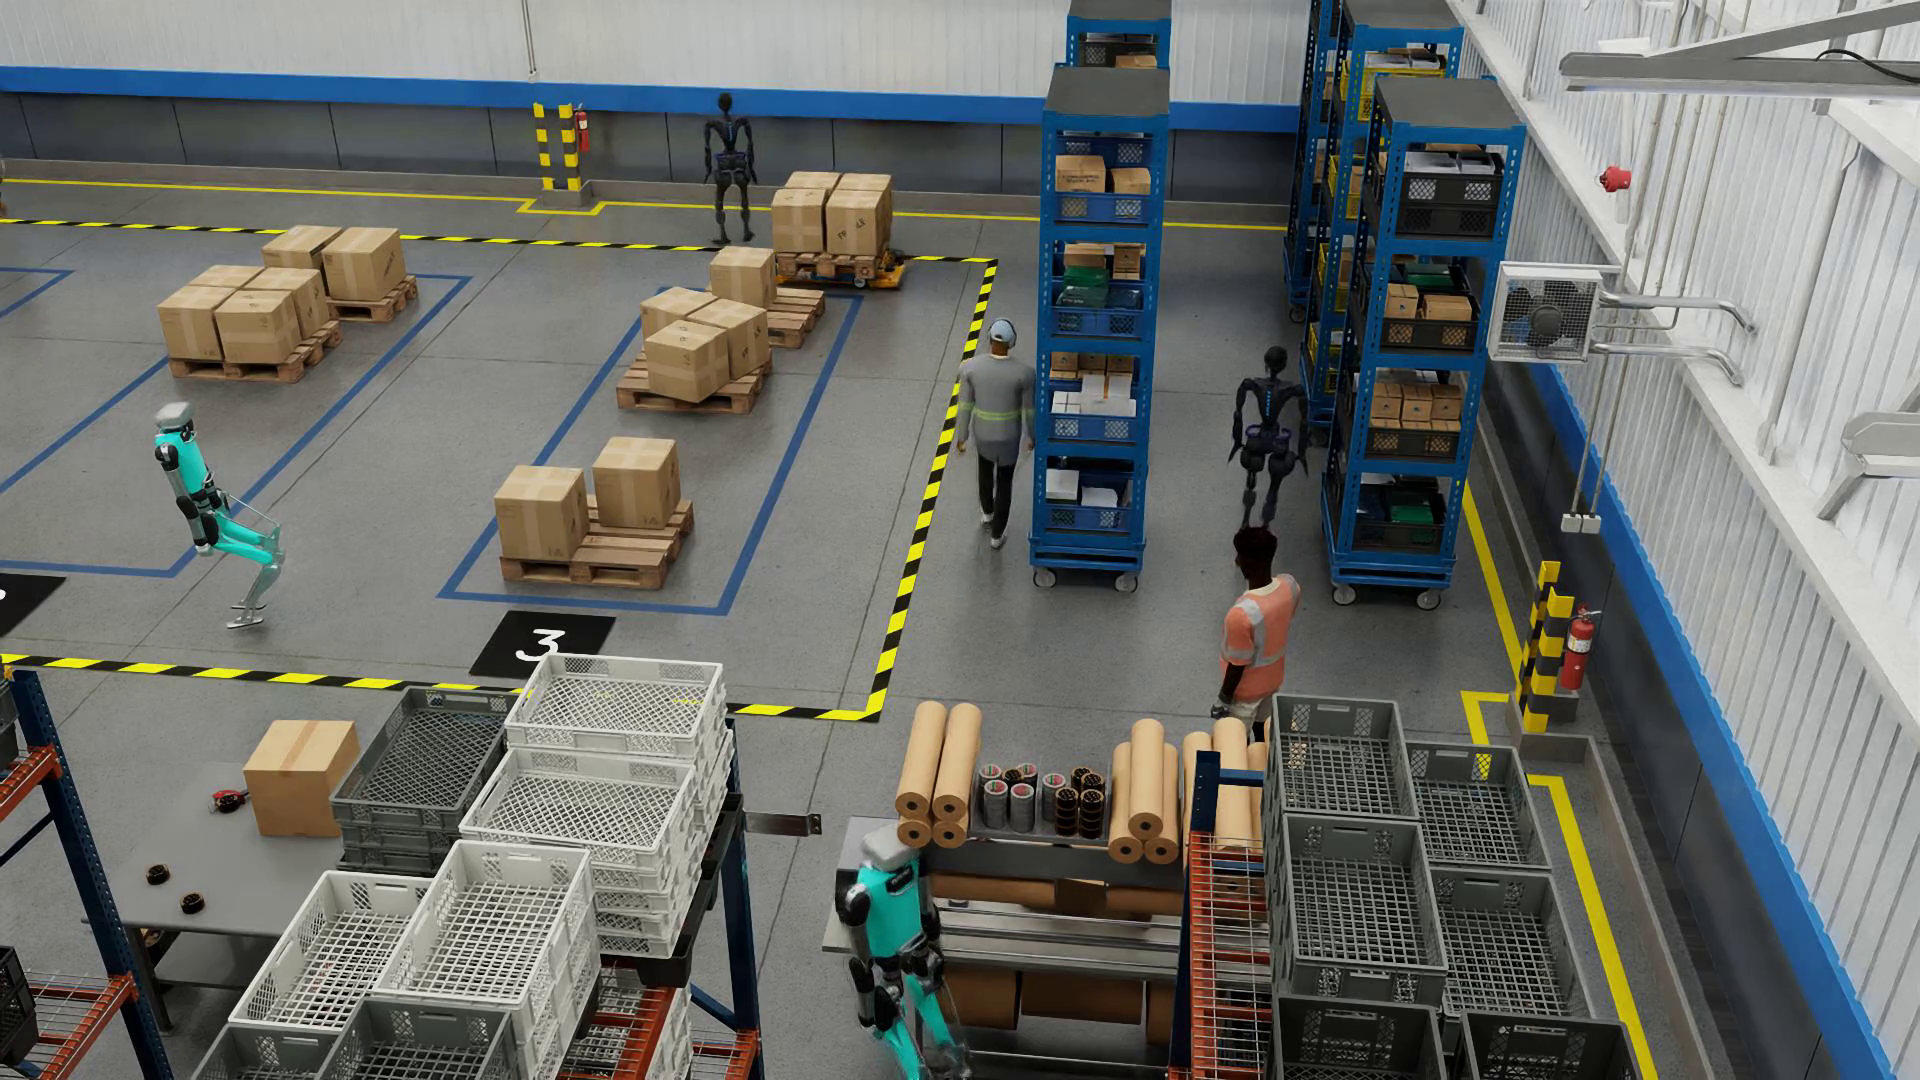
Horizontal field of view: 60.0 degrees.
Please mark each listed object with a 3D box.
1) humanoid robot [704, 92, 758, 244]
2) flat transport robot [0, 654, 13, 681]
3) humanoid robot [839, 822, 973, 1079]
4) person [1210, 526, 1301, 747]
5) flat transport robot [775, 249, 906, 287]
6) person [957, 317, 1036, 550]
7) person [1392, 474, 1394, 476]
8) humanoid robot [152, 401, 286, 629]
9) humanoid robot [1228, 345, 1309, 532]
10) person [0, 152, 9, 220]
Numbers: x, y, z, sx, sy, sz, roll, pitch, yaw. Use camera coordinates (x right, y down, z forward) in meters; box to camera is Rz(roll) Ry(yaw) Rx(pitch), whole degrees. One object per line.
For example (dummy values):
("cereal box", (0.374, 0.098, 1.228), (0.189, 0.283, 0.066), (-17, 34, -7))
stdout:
("humanoid robot", (-2.519, -4.083, 18.281), (0.588, 1.642, 0.373), (-11, 32, -19))
("flat transport robot", (-7.142, 0.969, 11.010), (1.431, 0.231, 0.659), (3, 30, 6))
("humanoid robot", (-0.107, 2.159, 7.556), (0.802, 1.803, 0.530), (24, 38, 35))
("person", (1.674, 0.793, 9.632), (0.373, 1.959, 0.602), (24, 38, 35))
("flat transport robot", (-1.330, -2.916, 17.655), (1.431, 0.197, 0.652), (3, 30, 6))
("person", (0.311, -0.868, 12.616), (0.609, 1.822, 0.754), (5, 31, 9))
("person", (3.422, -1.047, 12.812), (0.371, 1.940, 0.627), (-13, 33, -21))
("humanoid robot", (-4.974, -0.175, 11.386), (0.735, 1.672, 0.533), (-5, 31, -8))
("humanoid robot", (2.327, -0.700, 12.469), (0.613, 1.642, 0.368), (10, 32, 17))
("person", (-11.190, -4.529, 18.862), (0.437, 1.865, 0.615), (18, 35, 28))
